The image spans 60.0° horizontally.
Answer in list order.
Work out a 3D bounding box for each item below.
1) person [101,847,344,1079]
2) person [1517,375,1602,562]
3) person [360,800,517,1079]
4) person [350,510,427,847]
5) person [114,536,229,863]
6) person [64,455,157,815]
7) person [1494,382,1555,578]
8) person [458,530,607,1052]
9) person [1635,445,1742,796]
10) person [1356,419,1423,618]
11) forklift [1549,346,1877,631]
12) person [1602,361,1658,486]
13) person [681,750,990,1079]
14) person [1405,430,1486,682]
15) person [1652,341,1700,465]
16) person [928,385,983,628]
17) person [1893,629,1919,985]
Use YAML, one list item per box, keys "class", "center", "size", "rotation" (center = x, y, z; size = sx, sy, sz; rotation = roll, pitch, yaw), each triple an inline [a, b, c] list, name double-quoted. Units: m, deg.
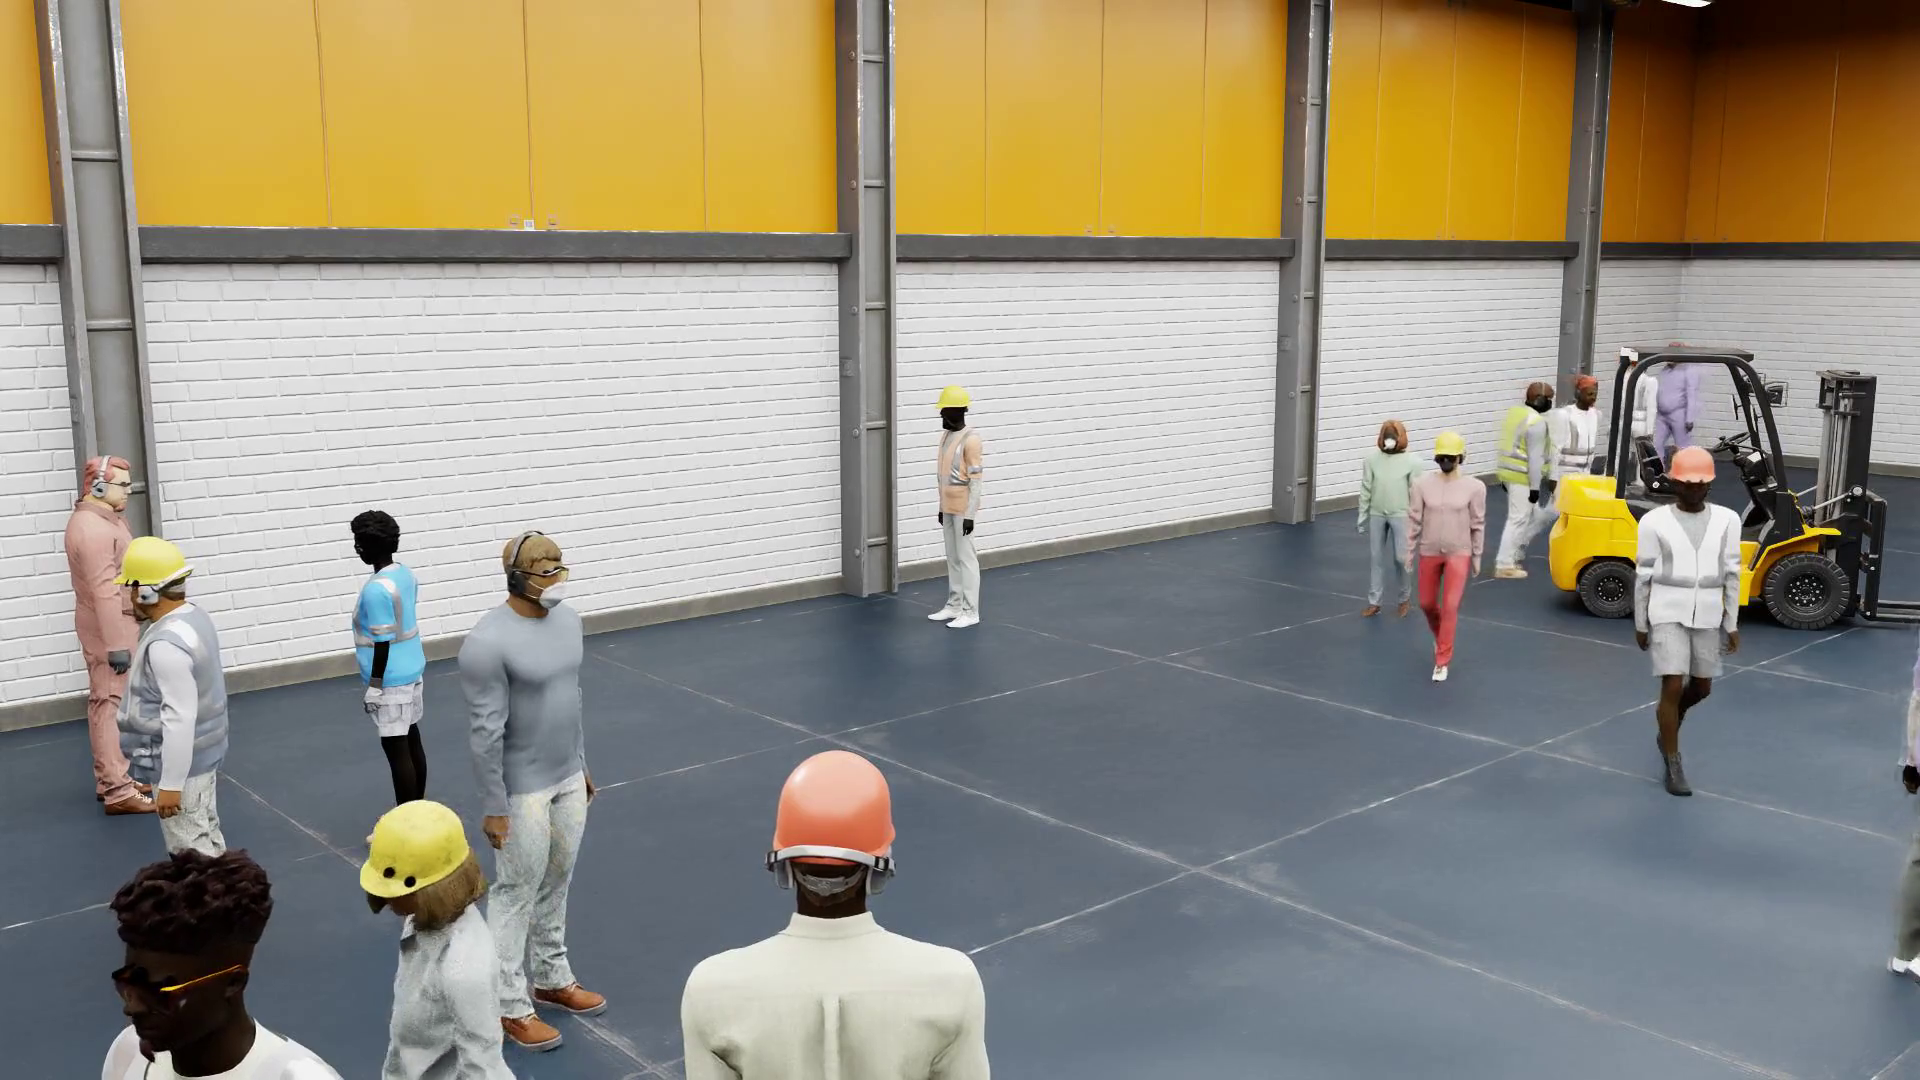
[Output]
- class: "person"
  center: [-1.272, 1.478, 2.899]
  size: [0.606, 1.967, 0.367]
  rotation: [5, 11, 26]
- class: "person"
  center: [5.694, -0.653, 15.749]
  size: [0.611, 1.856, 0.813]
  rotation: [-6, 11, -31]
- class: "person"
  center: [-1.299, 1.422, 3.980]
  size: [0.795, 1.702, 0.577]
  rotation: [-4, 10, -21]
- class: "person"
  center: [-2.856, 0.687, 8.335]
  size: [0.320, 1.693, 0.531]
  rotation: [-1, 10, -3]
- class: "person"
  center: [-3.189, 0.887, 6.764]
  size: [0.404, 1.827, 0.600]
  rotation: [-3, 10, -16]
- class: "person"
  center: [-4.479, 0.499, 8.831]
  size: [0.406, 1.901, 0.639]
  rotation: [-6, 11, -31]
- class: "person"
  center: [5.142, -0.539, 15.193]
  size: [0.479, 1.811, 0.648]
  rotation: [0, 10, -2]
- class: "person"
  center: [-1.591, 0.919, 6.257]
  size: [0.358, 1.937, 0.636]
  rotation: [4, 10, 21]
- class: "person"
  center: [4.035, 0.407, 9.310]
  size: [0.539, 1.919, 0.787]
  rotation: [1, 10, 6]
- class: "person"
  center: [3.502, -0.177, 13.575]
  size: [0.511, 1.635, 0.308]
  rotation: [6, 12, 33]
- class: "forklift"
  center: [6.109, -0.478, 13.691]
  size: [2.313, 2.155, 1.214]
  rotation: [3, 10, 16]
- class: "person"
  center: [7.948, -1.338, 19.713]
  size: [0.790, 1.861, 0.583]
  rotation: [-5, 11, -29]
- class: "person"
  center: [-0.237, 1.393, 3.315]
  size: [0.611, 1.996, 0.379]
  rotation: [-1, 10, -3]
- class: "person"
  center: [3.432, 0.080, 11.746]
  size: [0.533, 1.742, 0.727]
  rotation: [5, 11, 27]
- class: "person"
  center: [9.117, -1.587, 21.139]
  size: [0.876, 1.880, 0.653]
  rotation: [-4, 11, -24]
- class: "person"
  center: [-0.027, -0.267, 13.236]
  size: [0.369, 1.927, 0.589]
  rotation: [-5, 11, -26]
- class: "person"
  center: [3.943, 0.897, 6.531]
  size: [0.413, 1.892, 0.615]
  rotation: [-1, 10, -7]
